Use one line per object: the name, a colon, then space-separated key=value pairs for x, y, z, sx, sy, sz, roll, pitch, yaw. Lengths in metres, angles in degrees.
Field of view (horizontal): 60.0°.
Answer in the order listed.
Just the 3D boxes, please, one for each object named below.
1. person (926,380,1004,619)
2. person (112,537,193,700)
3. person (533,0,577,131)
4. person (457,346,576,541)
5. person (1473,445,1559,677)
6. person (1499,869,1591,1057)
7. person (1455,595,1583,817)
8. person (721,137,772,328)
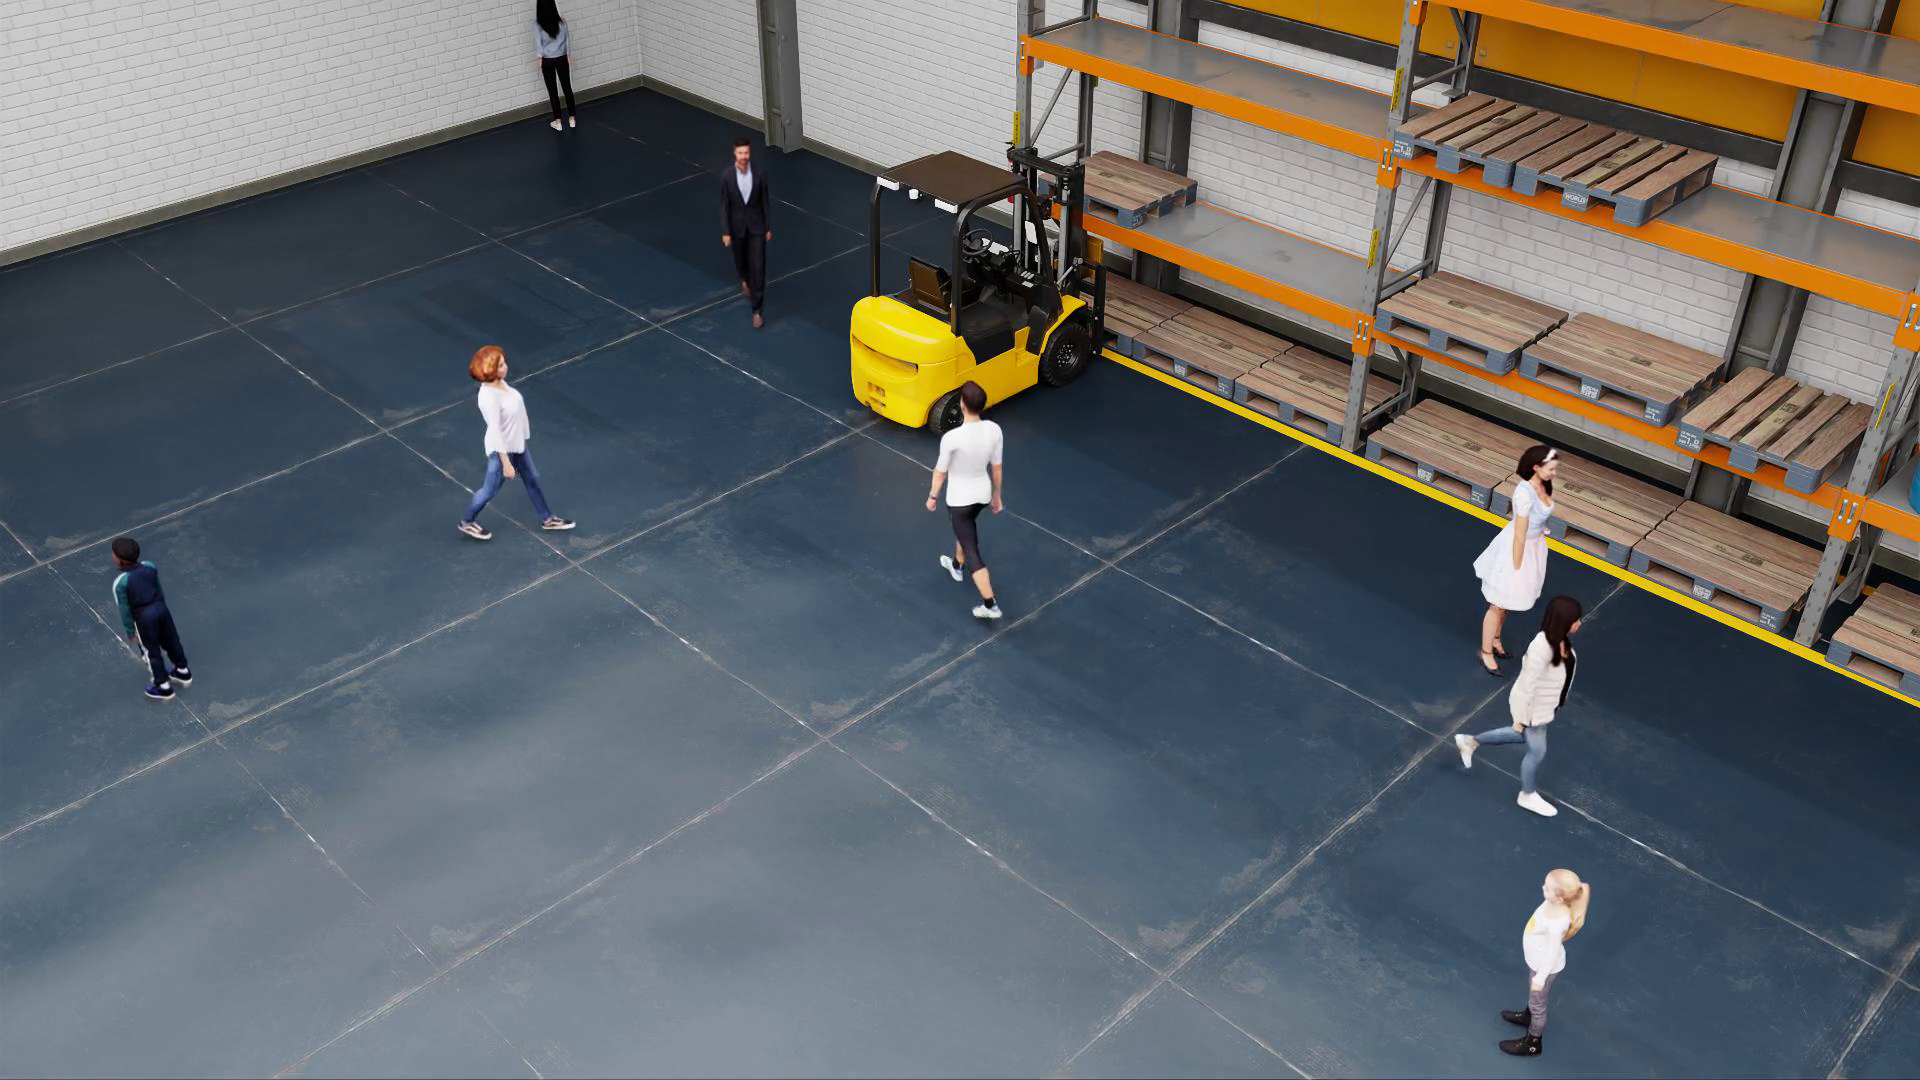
person: x=0.104 y=-0.258 z=12.224 sx=0.826 sy=1.818 sz=1.256 roll=-21 pitch=39 yaw=-28
person: x=-5.643 y=0.526 z=11.555 sx=0.567 sy=1.253 sz=0.556 roll=13 pitch=36 yaw=19
person: x=-5.137 y=-6.067 z=21.060 sx=0.648 sy=1.710 sz=0.610 roll=-19 pitch=38 yaw=-26
person: x=-3.680 y=-0.734 z=13.065 sx=1.210 sy=1.679 sz=1.142 roll=1 pitch=34 yaw=1
person: x=3.898 y=0.130 z=11.646 sx=0.787 sy=1.811 sz=0.760 roll=20 pitch=38 yaw=27
person: x=3.145 y=2.256 z=8.929 sx=0.594 sy=1.278 sz=0.567 roll=11 pitch=35 yaw=16
person: x=3.557 y=1.000 z=10.514 sx=1.031 sy=1.615 sz=0.758 roll=20 pitch=38 yaw=27
person: x=-2.115 y=-3.110 z=16.502 sx=1.122 sy=1.832 sz=1.270 roll=-4 pitch=34 yaw=-6
